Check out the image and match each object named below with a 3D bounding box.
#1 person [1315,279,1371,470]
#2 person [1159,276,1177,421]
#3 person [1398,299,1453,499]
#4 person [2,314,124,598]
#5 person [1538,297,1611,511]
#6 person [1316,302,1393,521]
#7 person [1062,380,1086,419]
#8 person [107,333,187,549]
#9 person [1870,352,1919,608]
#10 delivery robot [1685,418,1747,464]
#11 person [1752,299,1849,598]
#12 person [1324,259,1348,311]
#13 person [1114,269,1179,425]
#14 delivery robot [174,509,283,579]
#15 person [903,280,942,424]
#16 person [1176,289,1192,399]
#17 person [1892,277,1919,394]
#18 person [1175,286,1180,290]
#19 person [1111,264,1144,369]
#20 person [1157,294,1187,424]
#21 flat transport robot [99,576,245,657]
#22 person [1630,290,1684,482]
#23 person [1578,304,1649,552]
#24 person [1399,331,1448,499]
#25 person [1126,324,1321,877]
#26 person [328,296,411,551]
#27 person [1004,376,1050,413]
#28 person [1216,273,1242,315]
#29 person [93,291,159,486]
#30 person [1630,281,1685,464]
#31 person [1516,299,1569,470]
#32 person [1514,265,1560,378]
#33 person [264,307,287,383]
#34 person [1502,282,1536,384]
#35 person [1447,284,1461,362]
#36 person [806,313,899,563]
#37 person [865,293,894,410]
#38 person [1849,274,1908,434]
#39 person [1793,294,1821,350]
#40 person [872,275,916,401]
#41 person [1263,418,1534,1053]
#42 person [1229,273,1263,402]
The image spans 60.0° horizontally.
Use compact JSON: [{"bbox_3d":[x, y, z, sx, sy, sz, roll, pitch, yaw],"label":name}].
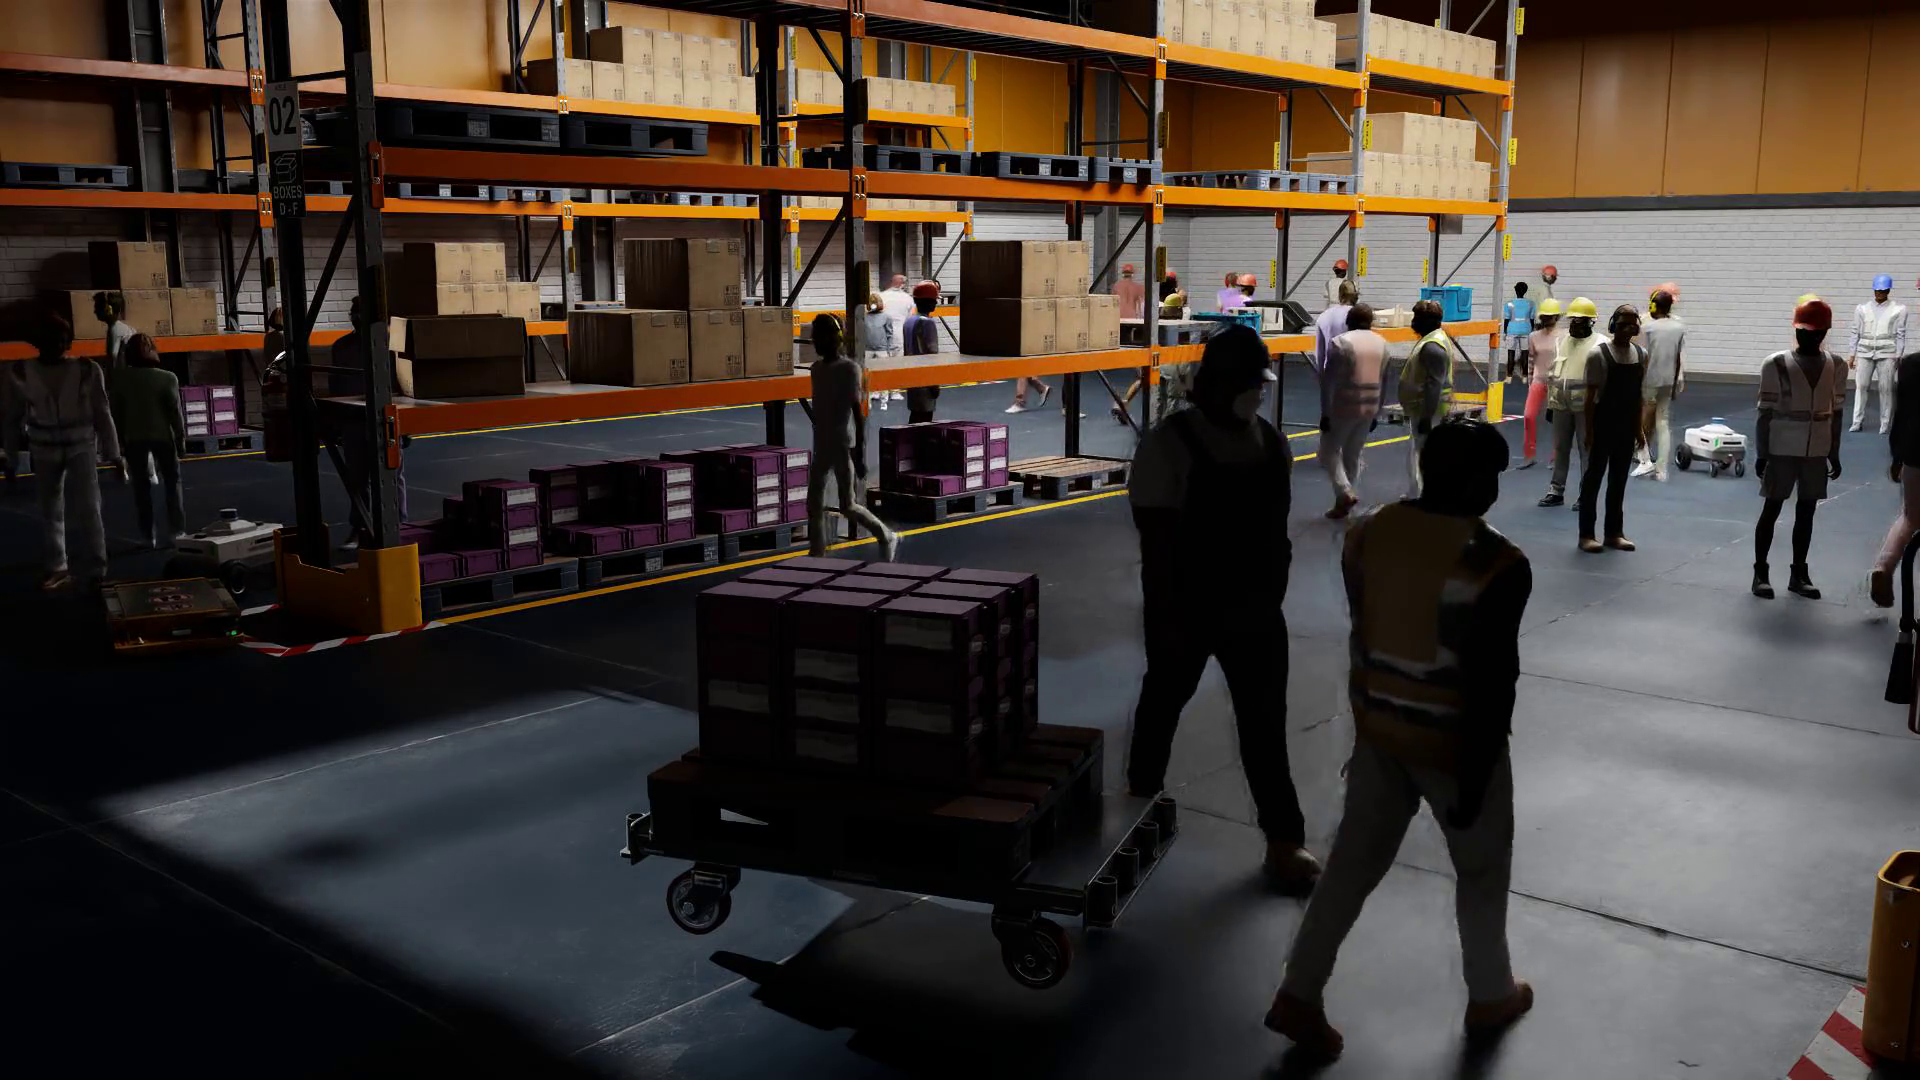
[{"bbox_3d":[3.914,-1.679,16.958,0.352,1.937,0.635,-9,14,-42],"label":"person"},{"bbox_3d":[2.436,-2.221,20.113,0.392,1.916,0.591,1,10,4],"label":"person"},{"bbox_3d":[3.794,-1.043,13.611,0.429,1.842,0.636,2,10,13],"label":"person"},{"bbox_3d":[-5.789,-0.534,10.728,0.685,1.822,0.972,-5,11,-26],"label":"person"},{"bbox_3d":[5.323,-1.172,14.371,0.403,1.834,0.588,-8,13,-39],"label":"person"},{"bbox_3d":[3.231,-1.040,13.695,0.654,1.811,0.451,-4,11,-23],"label":"person"},{"bbox_3d":[1.502,-2.466,22.123,0.318,1.700,0.534,-2,10,-10],"label":"person"},{"bbox_3d":[-6.086,-0.736,12.485,0.515,1.623,0.295,-3,10,-15],"label":"person"},{"bbox_3d":[5.949,-0.498,10.136,0.713,1.973,0.629,-7,12,-33],"label":"person"},{"bbox_3d":[7.570,-0.983,16.665,0.477,0.478,0.707,0,10,-1],"label":"delivery robot"},{"bbox_3d":[5.414,-0.580,10.713,0.549,1.932,0.375,1,10,4],"label":"person"},{"bbox_3d":[6.968,-4.122,30.566,0.377,2.045,0.605,-8,13,-40],"label":"person"},{"bbox_3d":[2.443,-2.444,21.149,0.969,2.005,0.638,-5,11,-25],"label":"person"},{"bbox_3d":[-4.754,0.039,10.846,0.477,0.478,0.707,3,11,18],"label":"delivery robot"},{"bbox_3d":[-0.355,-1.612,16.574,0.369,1.939,0.542,-5,11,-28],"label":"person"},{"bbox_3d":[3.280,-2.917,24.858,0.308,1.640,0.511,9,13,41],"label":"person"},{"bbox_3d":[14.575,-3.066,25.031,0.647,1.868,0.991,-7,12,-36],"label":"person"},{"bbox_3d":[3.550,-3.381,27.513,0.314,1.639,0.521,0,10,1],"label":"person"},{"bbox_3d":[3.091,-4.159,31.058,0.699,1.968,0.492,0,10,2],"label":"person"},{"bbox_3d":[2.413,-1.945,19.047,0.339,1.737,0.485,-7,12,-36],"label":"person"},{"bbox_3d":[-4.637,0.421,9.745,0.652,0.197,1.431,-6,11,-30],"label":"flat transport robot"},{"bbox_3d":[6.755,-1.494,16.157,0.544,1.847,0.514,-2,10,-12],"label":"person"},{"bbox_3d":[4.873,-0.826,12.379,0.506,1.842,0.344,-3,10,-15],"label":"person"},{"bbox_3d":[4.201,-1.155,14.877,0.425,1.625,0.520,-2,10,-13],"label":"person"},{"bbox_3d":[0.954,0.166,6.160,0.682,2.000,1.021,-3,10,-18],"label":"person"},{"bbox_3d":[-4.391,-0.861,12.392,0.639,1.909,0.409,1,10,4],"label":"person"},{"bbox_3d":[0.931,-2.699,22.905,0.712,1.890,0.654,-5,11,-26],"label":"person"},{"bbox_3d":[4.676,-3.737,29.019,0.602,1.806,0.919,-2,10,-11],"label":"person"},{"bbox_3d":[-7.983,-1.410,15.691,0.699,1.842,0.543,-4,11,-22],"label":"person"},{"bbox_3d":[7.258,-1.733,17.336,0.548,1.915,0.451,-2,10,-11],"label":"person"},{"bbox_3d":[5.949,-1.564,16.878,0.532,1.742,0.677,10,14,44],"label":"person"},{"bbox_3d":[10.098,-3.778,28.829,0.878,1.968,0.630,5,11,26],"label":"person"},{"bbox_3d":[-7.281,-1.690,17.916,0.496,1.629,0.277,6,12,32],"label":"person"},{"bbox_3d":[9.270,-3.427,27.601,0.537,1.696,0.318,0,10,3],"label":"person"},{"bbox_3d":[6.725,-2.622,22.833,0.329,1.764,0.524,2,10,13],"label":"person"},{"bbox_3d":[-0.788,-0.618,11.241,0.524,1.837,0.809,10,14,44],"label":"person"},{"bbox_3d":[-1.178,-2.624,23.207,0.509,1.631,0.267,2,10,14],"label":"person"},{"bbox_3d":[11.165,-2.262,20.276,0.606,1.938,0.409,8,13,40],"label":"person"},{"bbox_3d":[9.945,-2.017,19.516,0.325,1.721,0.646,8,13,39],"label":"person"},{"bbox_3d":[-1.005,-2.996,24.680,0.725,1.865,0.475,0,10,0],"label":"person"},{"bbox_3d":[1.264,0.556,4.647,0.921,1.804,0.624,-8,13,-37],"label":"person"},{"bbox_3d":[4.036,-2.907,24.097,0.910,1.904,0.566,-5,11,-26],"label":"person"}]
